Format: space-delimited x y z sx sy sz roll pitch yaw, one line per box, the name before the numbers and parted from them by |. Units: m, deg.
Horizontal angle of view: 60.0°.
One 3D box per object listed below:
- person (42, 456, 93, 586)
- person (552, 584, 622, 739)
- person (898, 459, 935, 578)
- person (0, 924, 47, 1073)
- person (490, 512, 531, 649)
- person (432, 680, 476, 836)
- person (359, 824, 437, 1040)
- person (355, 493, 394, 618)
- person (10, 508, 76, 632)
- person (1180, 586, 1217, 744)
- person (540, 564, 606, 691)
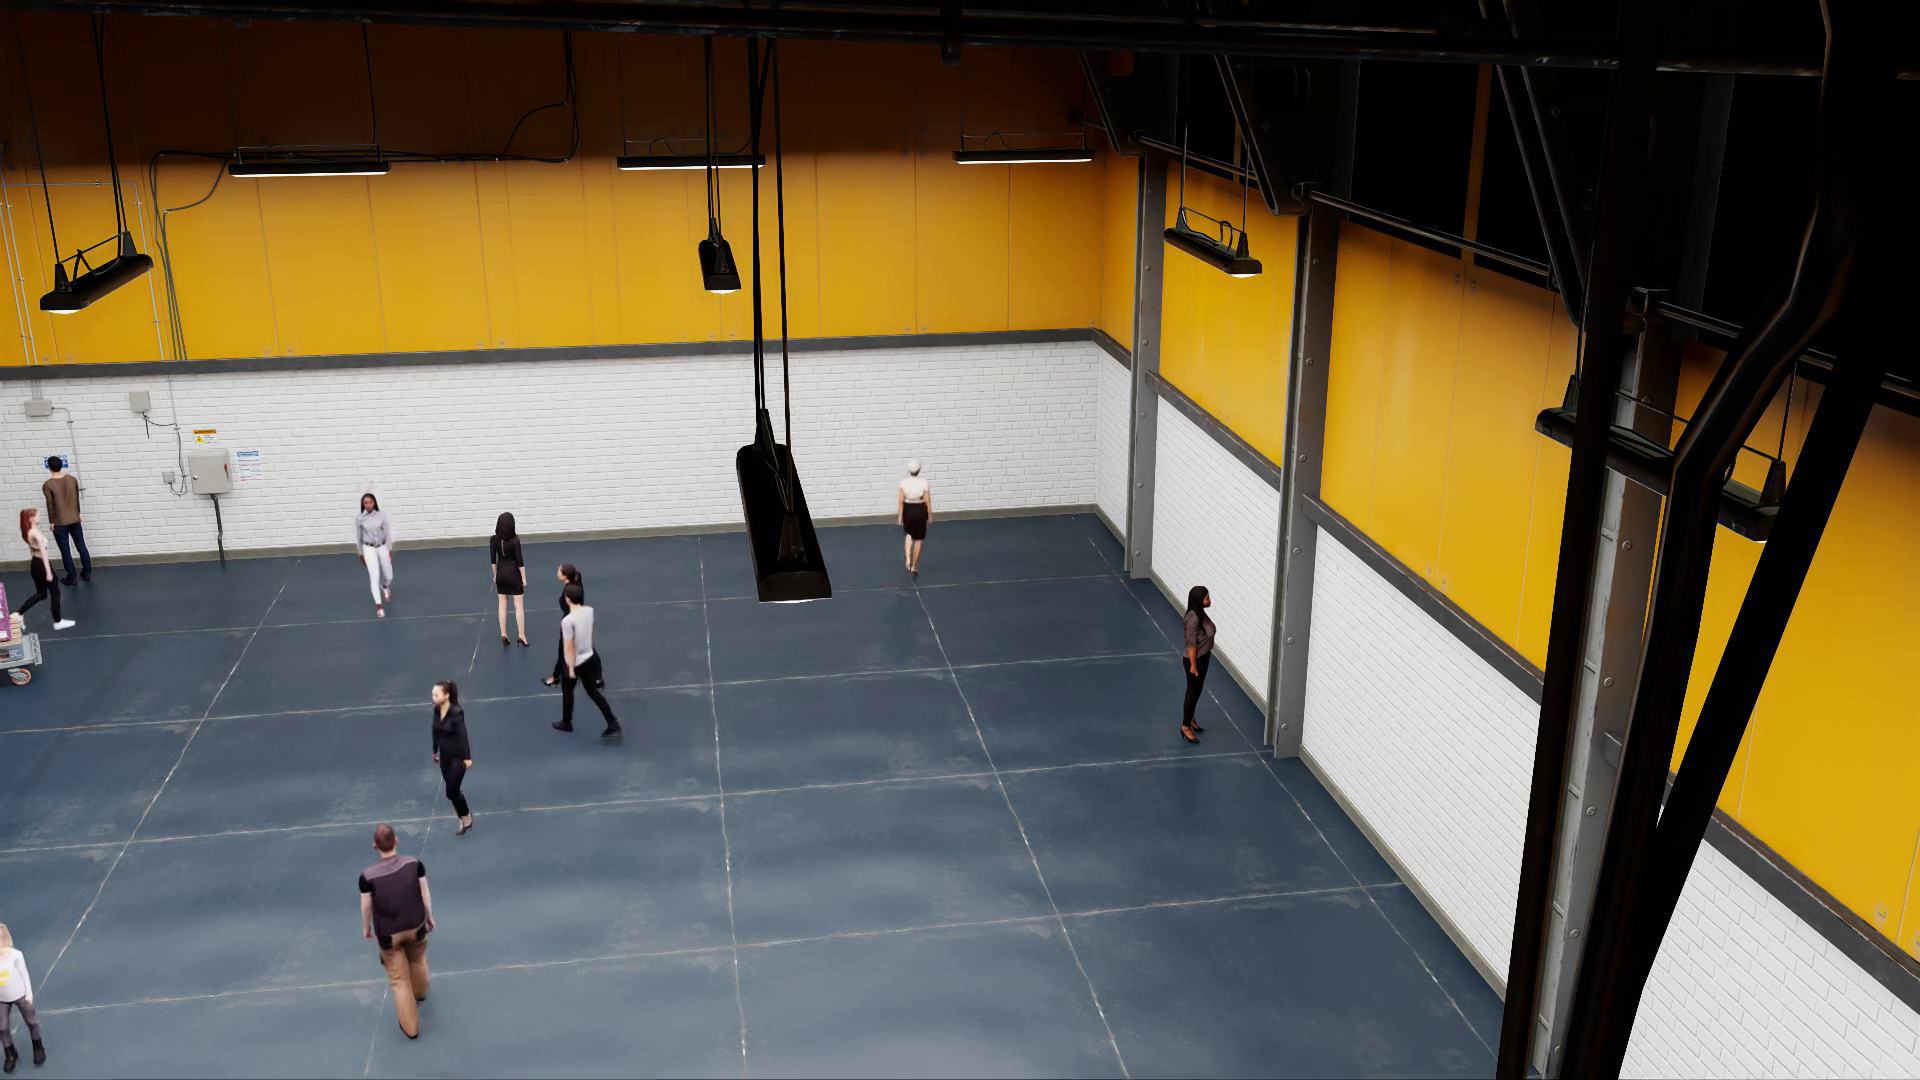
person | -12.810 -0.290 23.824 0.795 1.887 0.724 11 22 30
person | -4.235 1.413 18.861 1.237 1.828 1.219 11 21 29
person | -0.673 -0.291 24.053 0.744 1.743 0.777 5 19 13
person | -7.538 3.604 13.227 0.485 1.270 0.476 -5 19 -15
person | -5.848 0.520 21.554 0.670 1.802 0.645 5 19 14
person | -5.046 2.187 16.764 0.703 1.699 0.759 12 22 32
person | -4.543 3.210 13.554 0.937 1.808 1.125 -11 22 -30
person | -7.982 0.167 22.740 0.730 1.714 0.962 -8 20 -22
person | -12.204 0.430 21.940 1.010 1.726 0.998 17 25 41
person | 2.674 1.386 18.919 0.805 1.842 0.692 6 19 16
person | -4.568 1.093 20.133 0.971 1.623 1.053 7 20 19
